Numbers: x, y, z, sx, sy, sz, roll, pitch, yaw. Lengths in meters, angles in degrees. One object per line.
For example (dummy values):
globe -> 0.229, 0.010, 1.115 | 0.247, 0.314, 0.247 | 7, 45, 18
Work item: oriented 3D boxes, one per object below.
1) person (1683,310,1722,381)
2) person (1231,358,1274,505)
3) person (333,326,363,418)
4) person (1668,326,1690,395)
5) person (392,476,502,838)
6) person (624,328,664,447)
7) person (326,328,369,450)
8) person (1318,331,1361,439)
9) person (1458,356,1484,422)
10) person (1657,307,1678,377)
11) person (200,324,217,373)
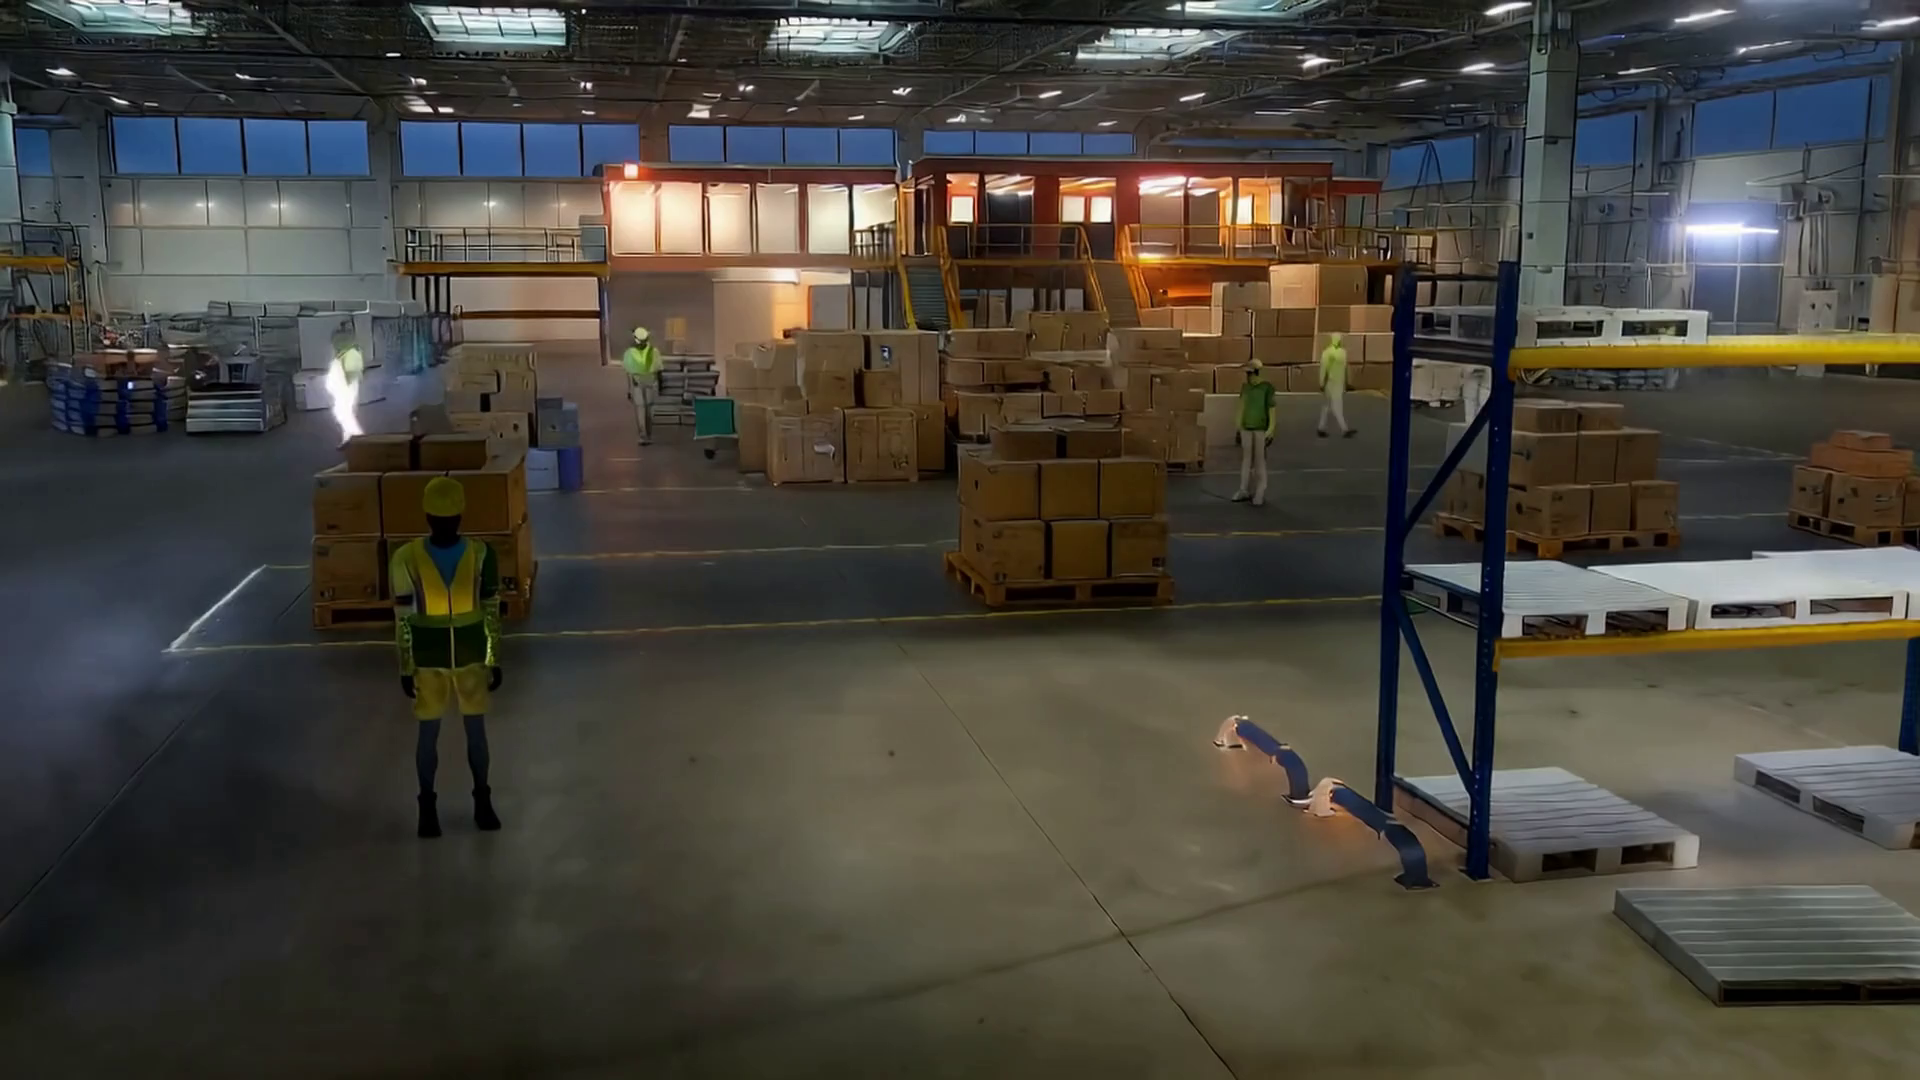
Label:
person -> 19.651, -5.149, 44.011 | 1.002, 1.909, 0.598 | 3, 10, 16
person -> 3.738, -1.377, 21.119 | 0.521, 1.864, 0.335 | 7, 12, 36
person -> -12.121, -3.311, 32.941 | 0.584, 1.855, 0.884 | 0, 9, -2
person -> 17.103, -4.397, 39.361 | 1.031, 1.911, 0.631 | -7, 12, -37
person -> -2.682, 0.618, 8.769 | 0.542, 1.928, 0.399 | -4, 10, -23
person -> -5.313, -2.568, 27.995 | 0.625, 1.991, 1.049 | -2, 10, -13
person -> -10.107, -2.474, 27.255 | 0.537, 2.000, 0.698 | -9, 13, -42
person -> 6.667, -2.708, 29.142 | 0.991, 1.892, 0.636 | 9, 13, 43
person -> 9.425, -2.945, 30.770 | 0.430, 1.832, 0.652 | 8, 13, 42
person -> 19.477, -5.457, 45.864 | 0.574, 1.896, 0.929 | -9, 13, -43
person -> -17.088, -4.070, 37.946 | 0.532, 1.725, 0.883 | 5, 10, 26
